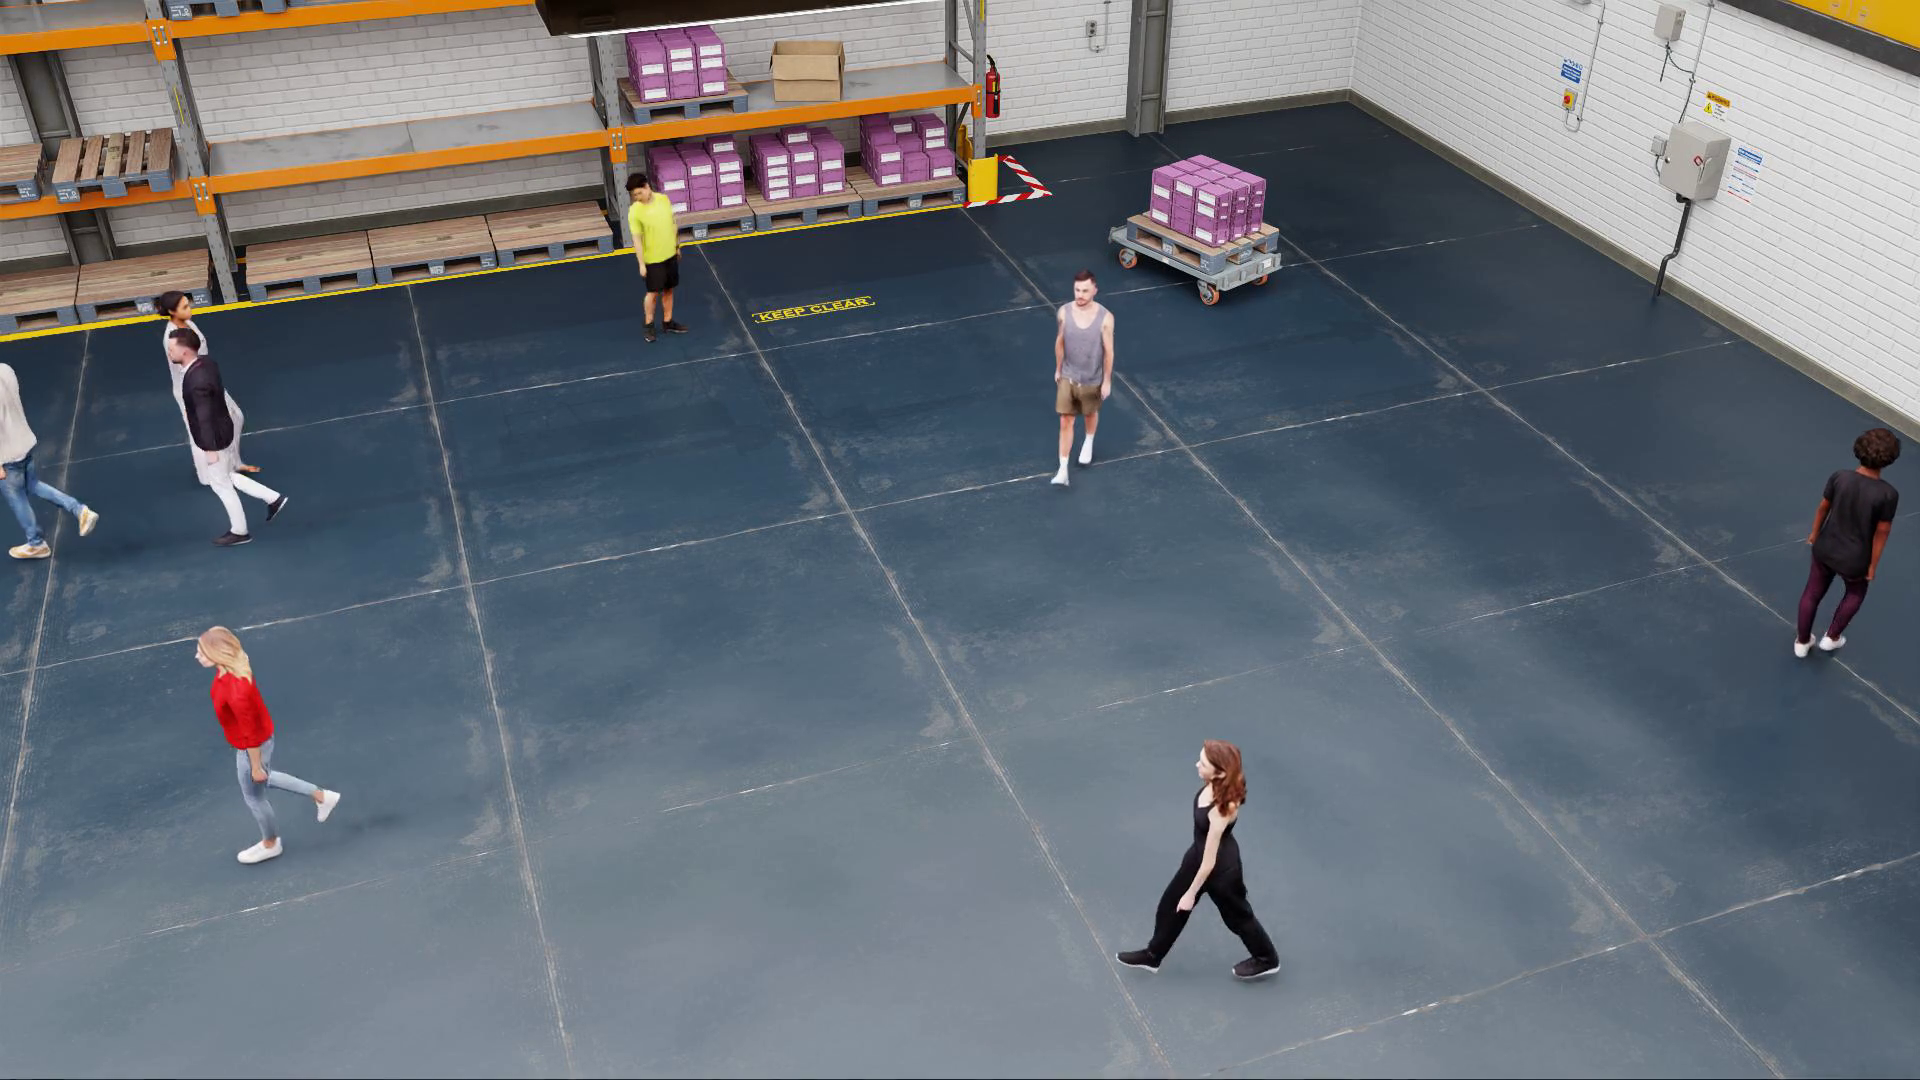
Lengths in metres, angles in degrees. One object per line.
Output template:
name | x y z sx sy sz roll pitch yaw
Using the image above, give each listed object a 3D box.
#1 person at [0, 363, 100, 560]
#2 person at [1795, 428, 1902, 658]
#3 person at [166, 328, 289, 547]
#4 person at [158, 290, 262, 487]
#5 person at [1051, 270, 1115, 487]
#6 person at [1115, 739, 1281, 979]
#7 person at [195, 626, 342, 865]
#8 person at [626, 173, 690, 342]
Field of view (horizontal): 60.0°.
person | -6.968 -0.673 12.371 1.025 1.884 0.835 0 34 -1
person | 6.010 0.080 11.344 0.775 1.768 0.797 27 42 34
person | -5.534 -0.777 12.574 0.840 1.833 0.695 -9 35 -13
person | -6.189 -1.195 13.303 0.770 1.722 0.757 -3 34 -4
person | 1.027 -1.374 13.475 1.142 1.806 1.118 8 34 12
person | 1.468 1.760 8.883 1.209 1.694 0.824 -1 34 -1
person | -4.072 1.181 9.754 0.881 1.695 0.655 -14 36 -20
person | -2.814 -2.689 15.599 0.819 1.669 0.696 15 36 21
